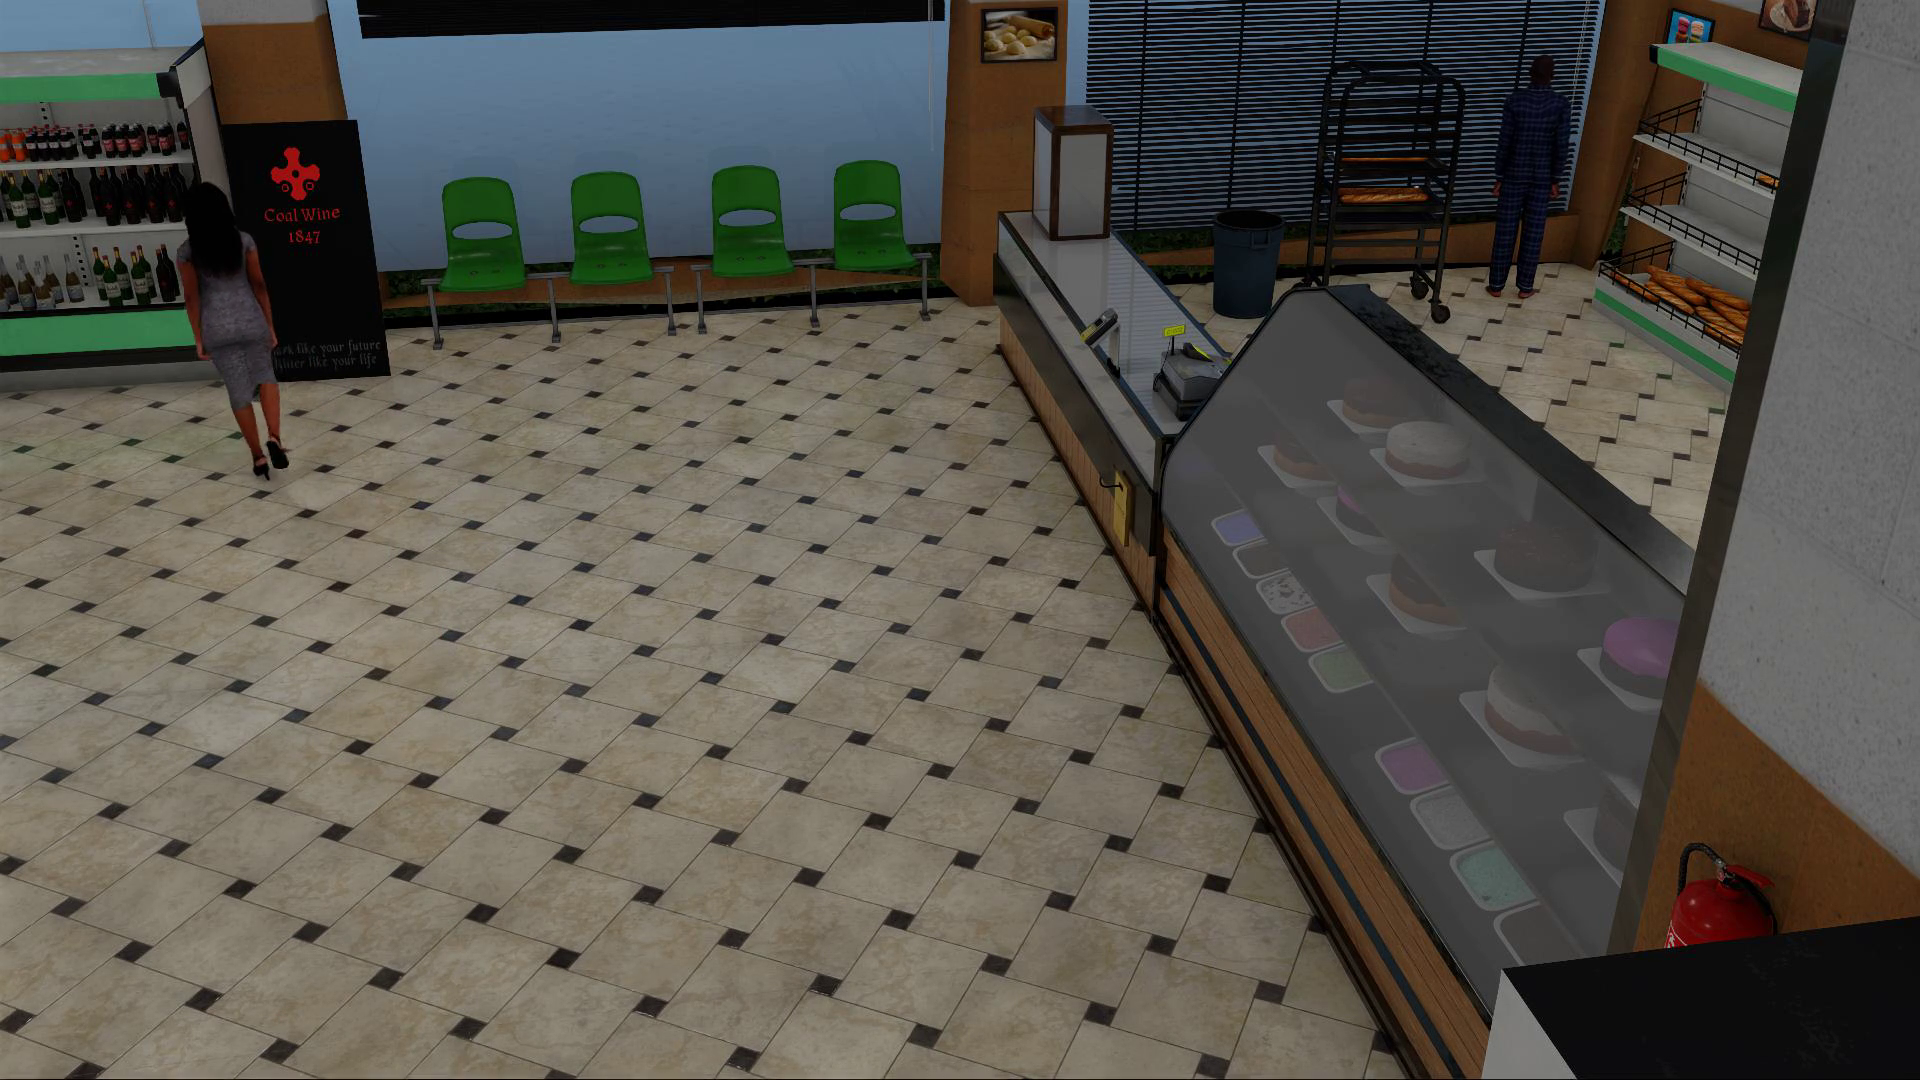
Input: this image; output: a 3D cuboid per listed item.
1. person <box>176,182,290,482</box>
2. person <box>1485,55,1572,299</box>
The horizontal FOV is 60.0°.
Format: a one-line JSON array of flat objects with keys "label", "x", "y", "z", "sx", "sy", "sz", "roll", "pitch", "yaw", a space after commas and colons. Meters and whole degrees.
[{"label": "person", "x": -4.070, "y": -1.126, "z": 9.405, "sx": 0.745, "sy": 1.774, "sz": 0.783, "roll": -15, "pitch": 30, "yaw": -27}, {"label": "person", "x": 4.257, "y": -2.725, "z": 12.502, "sx": 0.709, "sy": 1.824, "sz": 0.825, "roll": 8, "pitch": 28, "yaw": 15}]
